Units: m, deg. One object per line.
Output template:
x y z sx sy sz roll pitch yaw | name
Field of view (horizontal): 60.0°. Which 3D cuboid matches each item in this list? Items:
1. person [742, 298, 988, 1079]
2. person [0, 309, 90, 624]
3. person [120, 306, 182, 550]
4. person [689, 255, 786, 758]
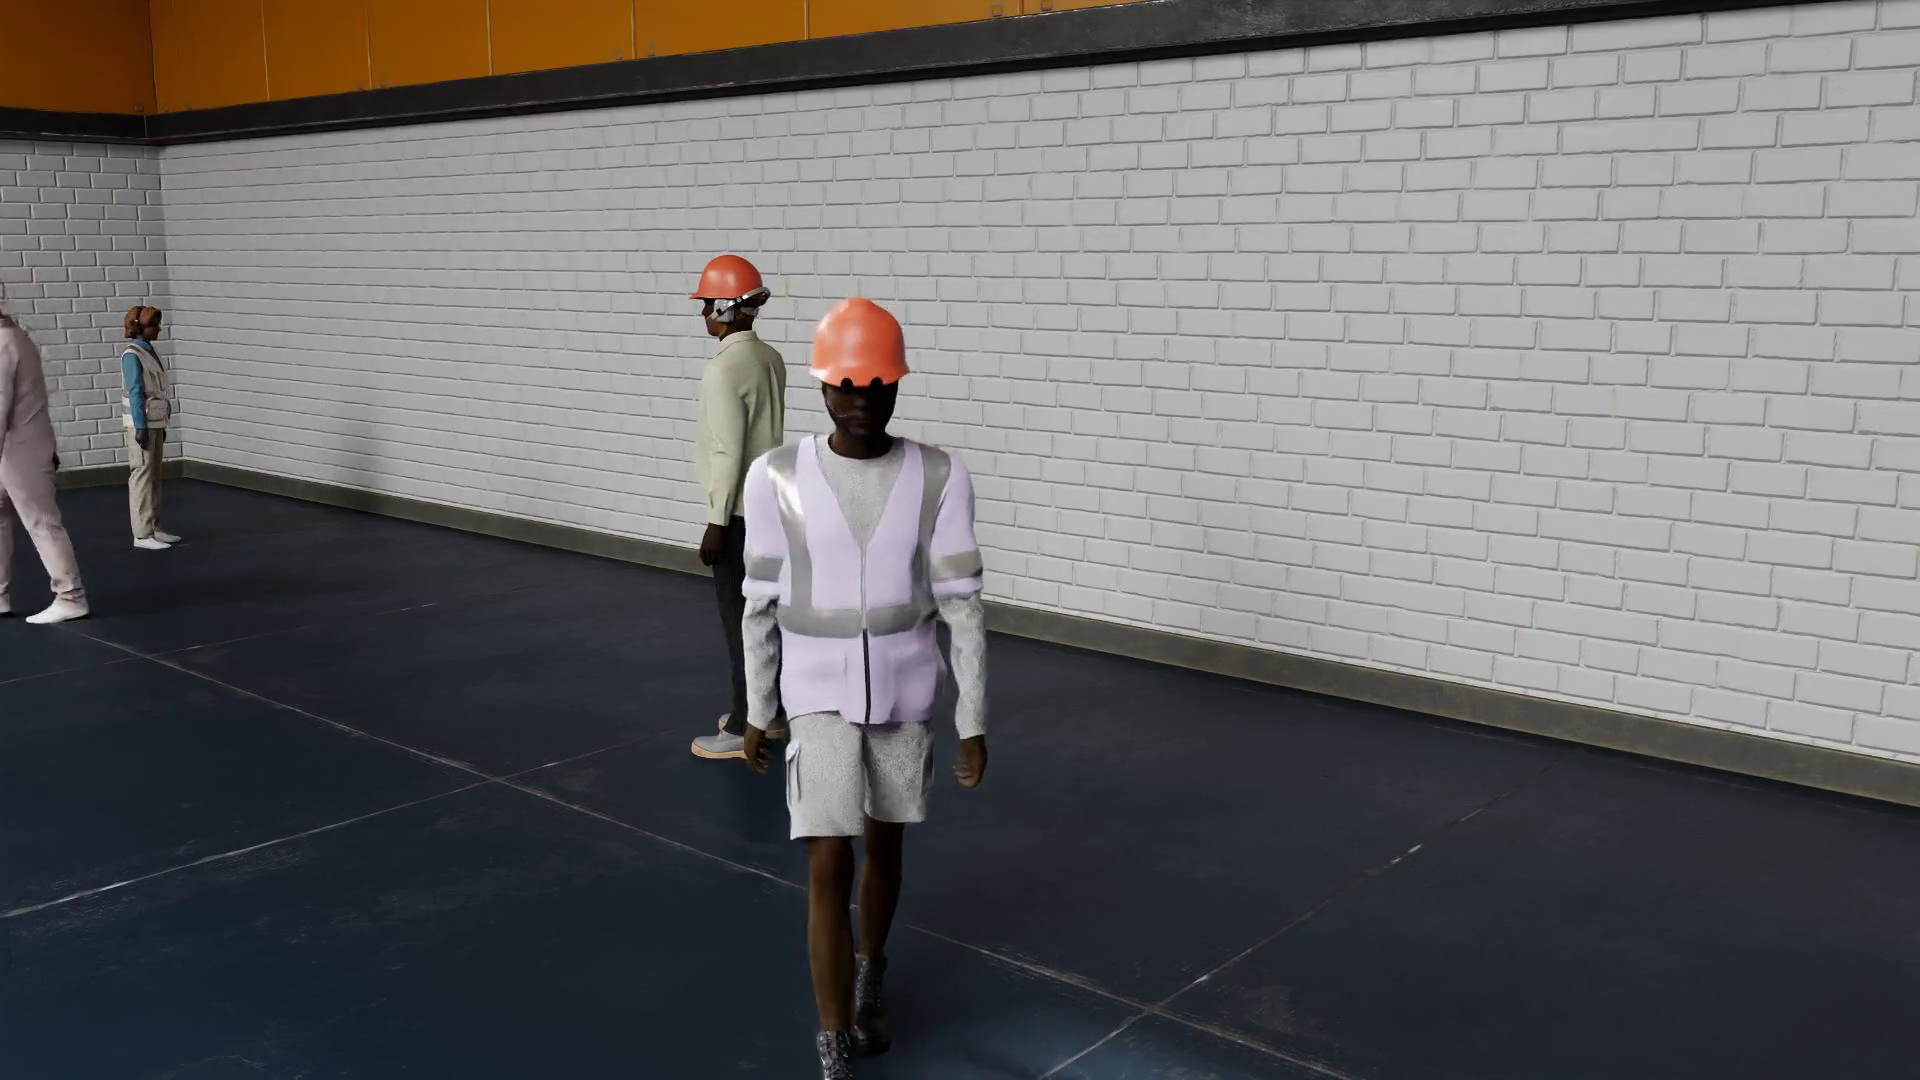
-0.210 0.404 3.879 0.574 1.896 0.931 -2 10 -9 | person
-5.123 -0.448 8.827 0.853 1.865 0.672 -4 11 -23 | person
-5.492 -0.758 11.246 0.310 1.636 0.523 -2 10 -12 | person
-0.881 -0.128 6.641 0.381 1.994 0.622 2 10 13 | person
